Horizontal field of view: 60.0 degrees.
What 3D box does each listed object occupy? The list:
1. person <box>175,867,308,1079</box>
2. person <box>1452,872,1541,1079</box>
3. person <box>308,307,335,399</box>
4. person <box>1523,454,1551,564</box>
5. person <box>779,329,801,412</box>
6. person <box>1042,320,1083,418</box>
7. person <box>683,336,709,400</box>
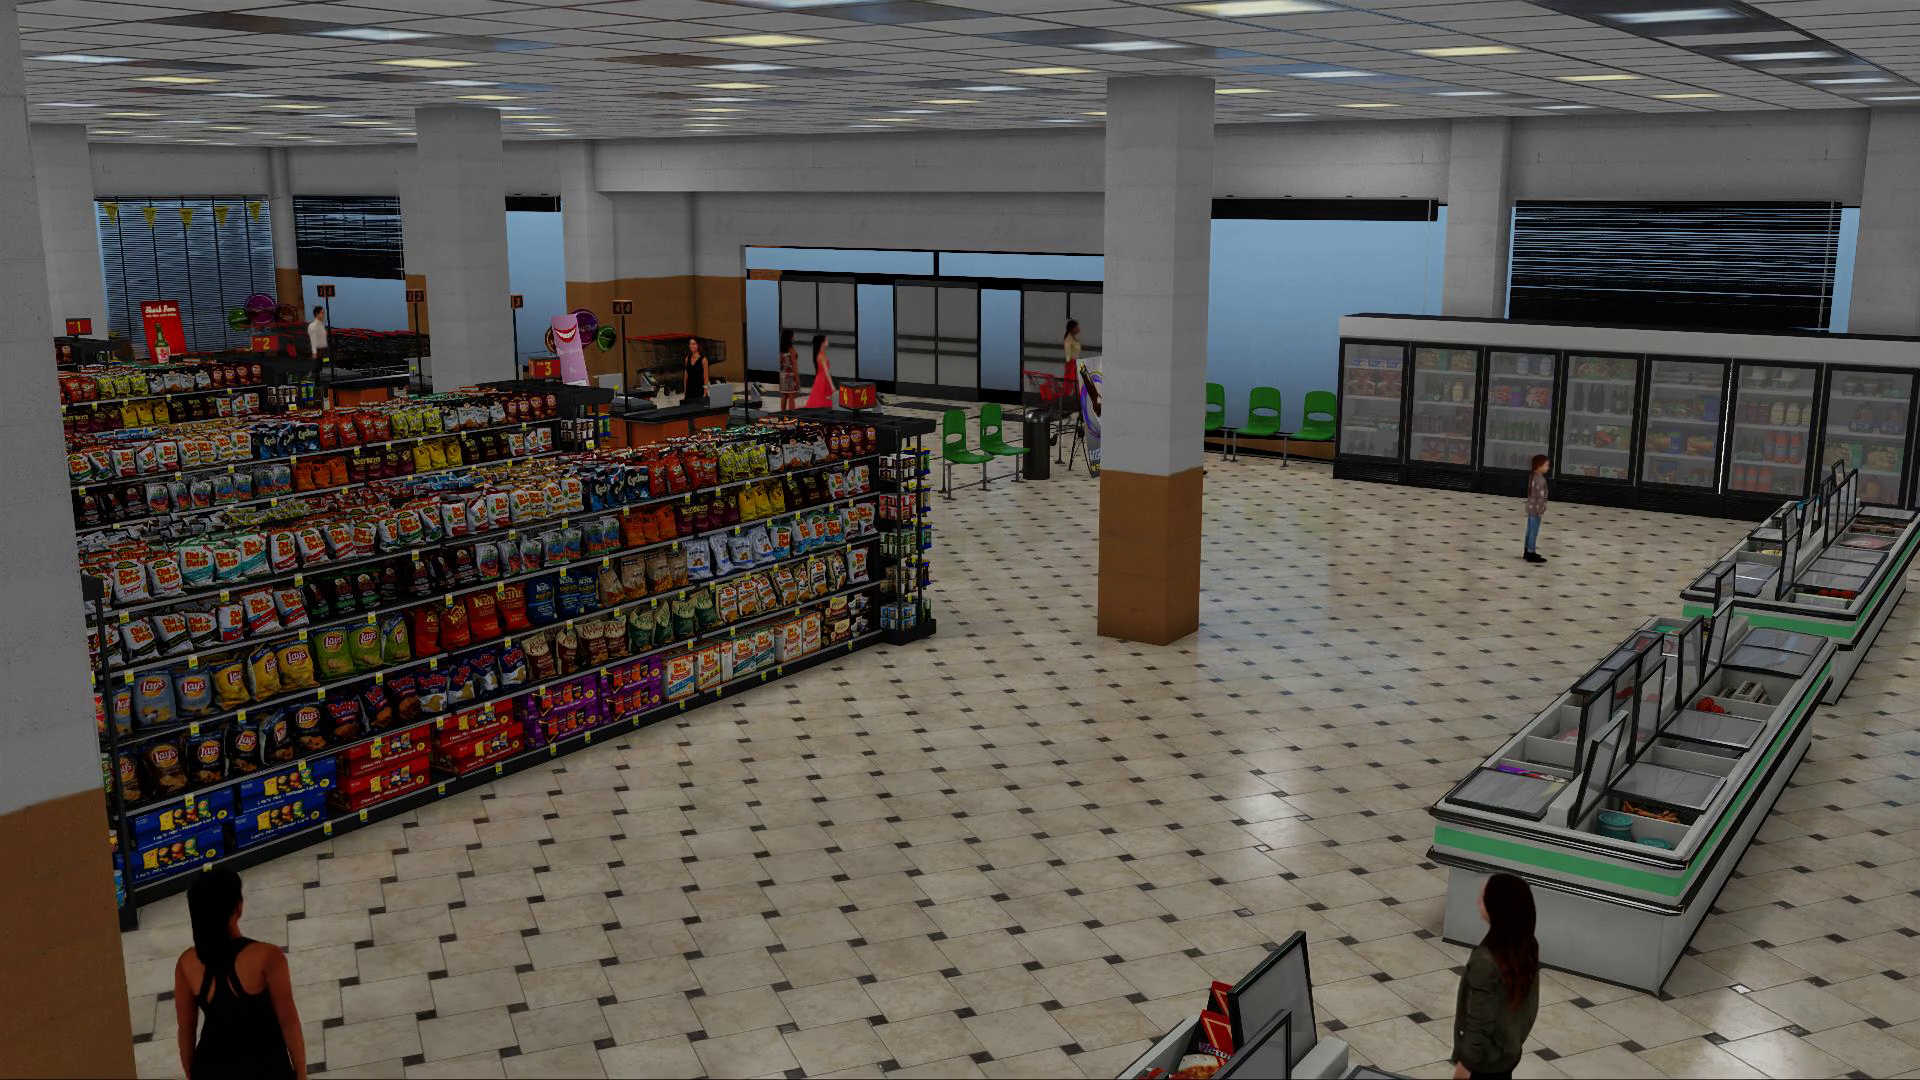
[{"bbox_3d":[-2.631,1.998,6.052,0.841,1.647,0.963,0,12,2],"label":"person"},{"bbox_3d":[2.077,1.991,6.496,0.656,1.476,0.478,10,16,40],"label":"person"},{"bbox_3d":[-12.601,-3.652,32.531,0.884,1.792,0.816,-1,12,-5],"label":"person"},{"bbox_3d":[6.345,-0.356,18.331,0.617,1.194,0.521,1,12,4],"label":"person"},{"bbox_3d":[-3.018,-2.885,29.242,0.620,1.645,0.701,-10,15,-39],"label":"person"},{"bbox_3d":[1.873,-2.962,29.335,0.947,1.757,1.157,2,12,11],"label":"person"},{"bbox_3d":[-4.043,-2.208,25.567,0.617,1.835,0.580,5,13,23],"label":"person"}]
